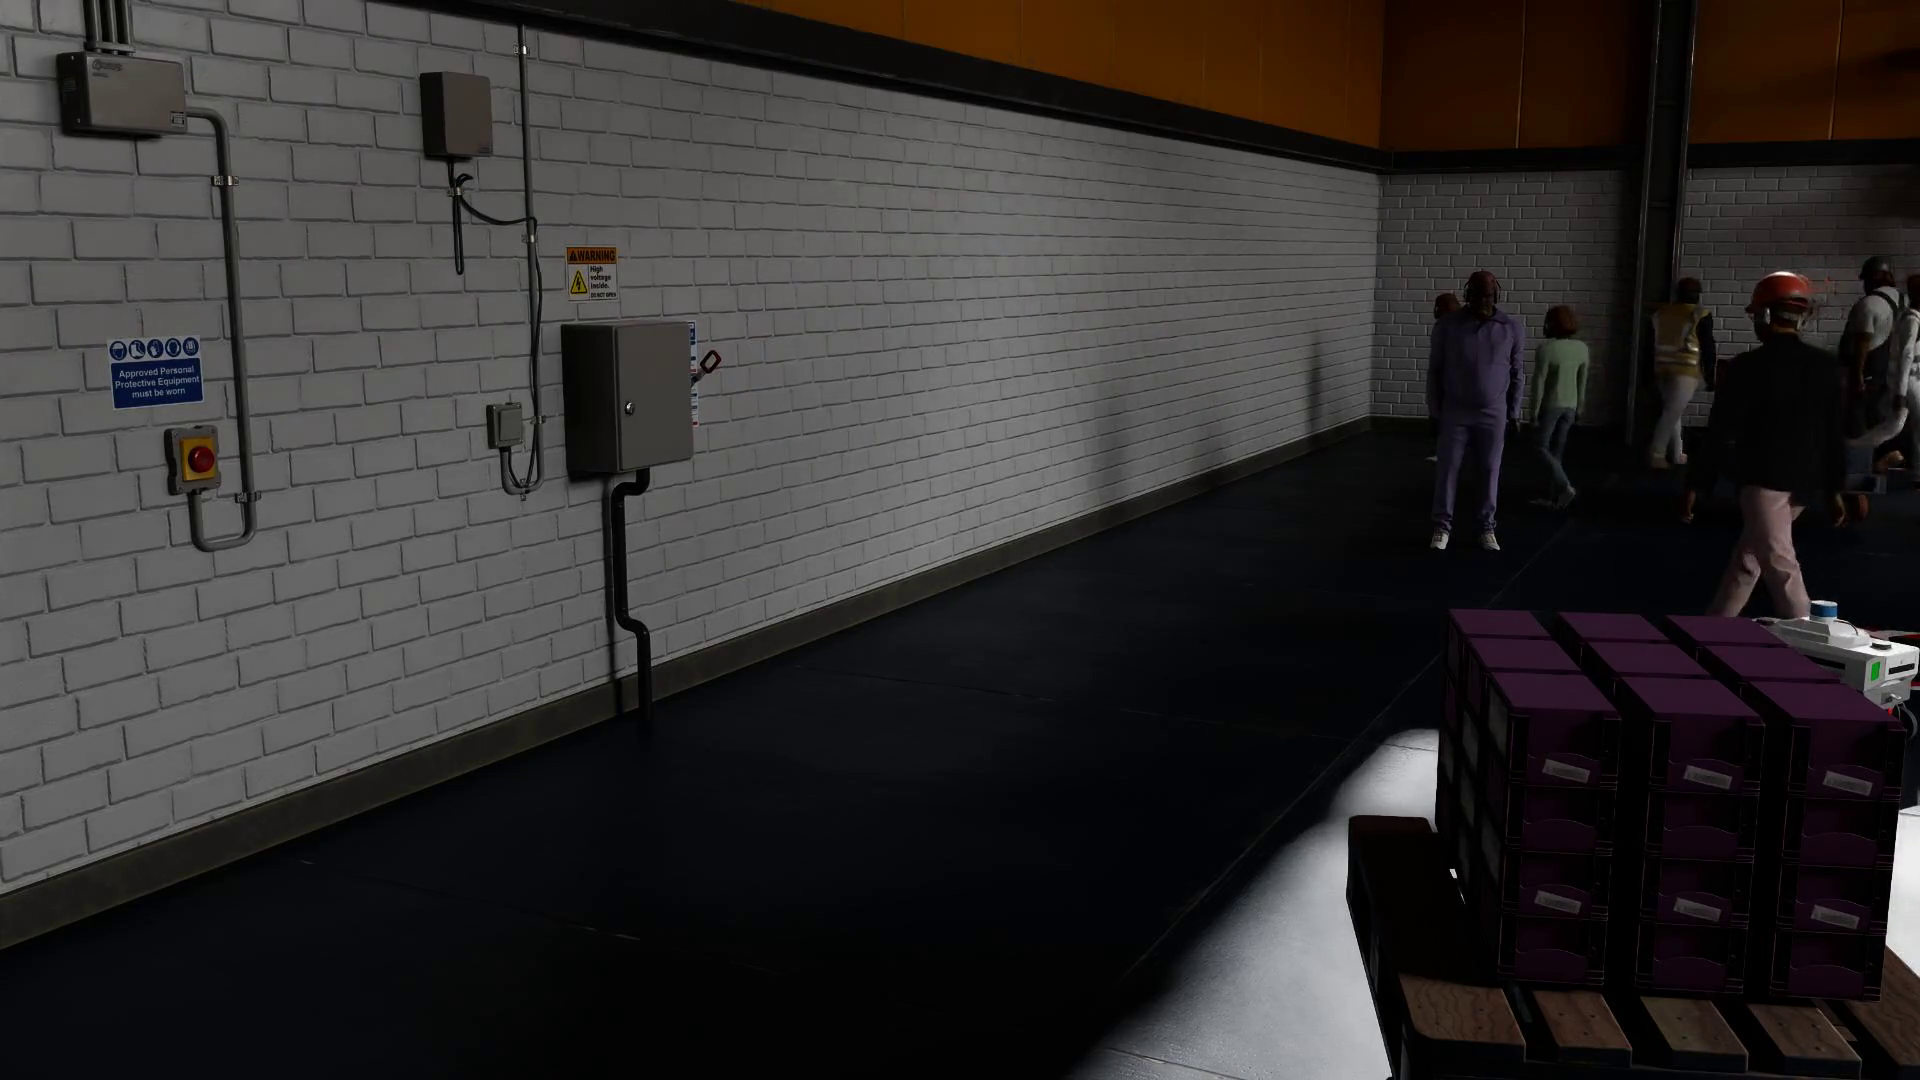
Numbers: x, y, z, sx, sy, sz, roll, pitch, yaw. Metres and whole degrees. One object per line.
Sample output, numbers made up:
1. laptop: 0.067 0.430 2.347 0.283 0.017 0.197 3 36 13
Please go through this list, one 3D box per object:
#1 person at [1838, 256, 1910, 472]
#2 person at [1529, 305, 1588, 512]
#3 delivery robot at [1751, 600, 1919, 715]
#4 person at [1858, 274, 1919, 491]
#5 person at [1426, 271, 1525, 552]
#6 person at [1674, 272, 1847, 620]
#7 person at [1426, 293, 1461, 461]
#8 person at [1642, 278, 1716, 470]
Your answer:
1. person: 8.334 -1.611 15.201 0.699 2.000 0.604 -5 11 -28
2. person: 4.671 -1.017 12.990 0.508 1.621 0.612 -4 10 -21
3. delivery robot: 3.627 0.499 7.015 0.477 0.478 0.707 -6 11 -30
4. person: 7.996 -1.338 14.187 0.877 1.855 0.579 4 11 24
5. person: 3.492 -0.867 11.300 0.638 1.903 0.408 2 10 10
6. person: 3.680 -0.255 7.684 0.742 1.925 1.038 -4 11 -22
7. person: 4.723 -1.575 16.171 0.276 1.631 0.507 7 12 34
8. person: 6.762 -1.561 15.677 0.907 1.796 0.646 -6 11 -30
